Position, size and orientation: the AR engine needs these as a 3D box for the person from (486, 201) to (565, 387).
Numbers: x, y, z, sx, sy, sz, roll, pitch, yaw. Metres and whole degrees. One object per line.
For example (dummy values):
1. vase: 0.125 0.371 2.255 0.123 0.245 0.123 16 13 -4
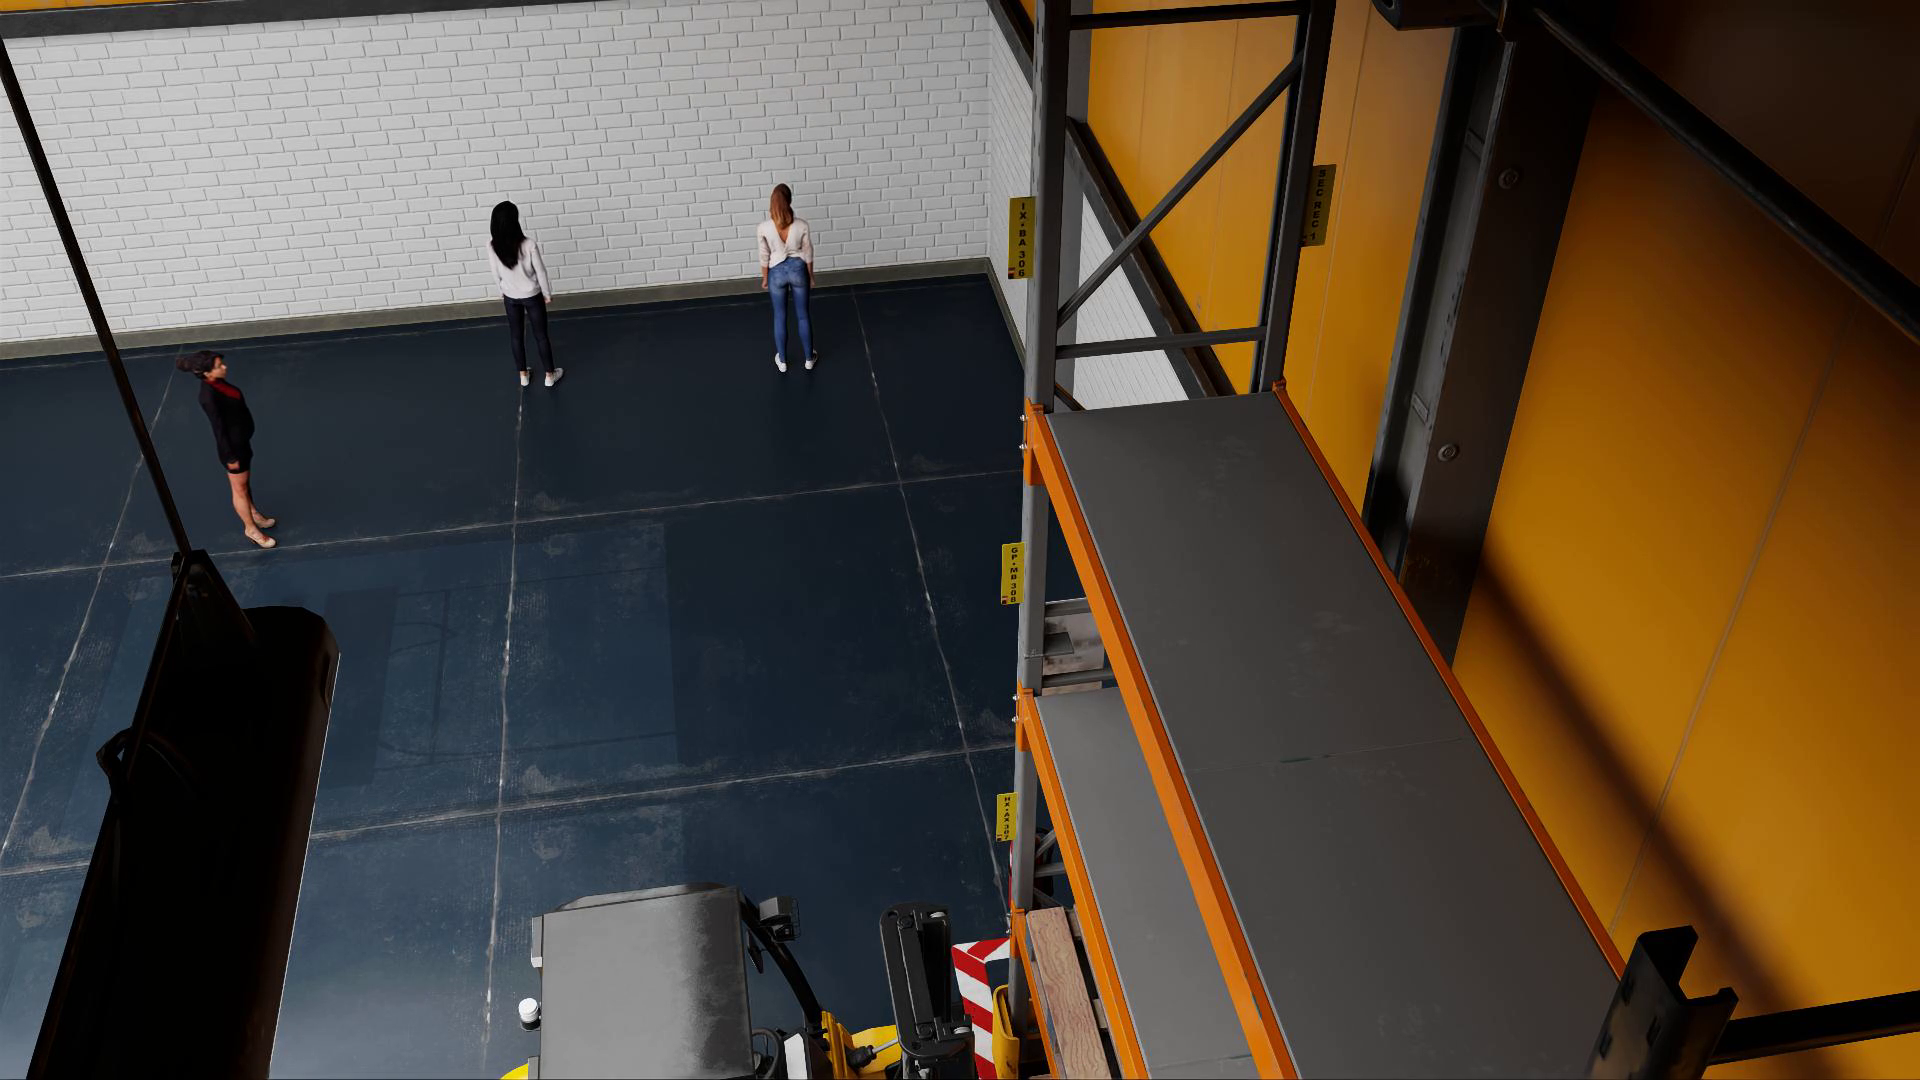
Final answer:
1. person: -3.644 -2.044 13.836 0.674 1.701 0.648 3 39 4

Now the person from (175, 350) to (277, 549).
1. person: -5.316 -0.678 12.174 0.635 1.639 0.563 -10 40 -12

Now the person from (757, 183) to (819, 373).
1. person: -1.446 -2.207 14.024 0.618 1.720 0.537 -4 39 -5
